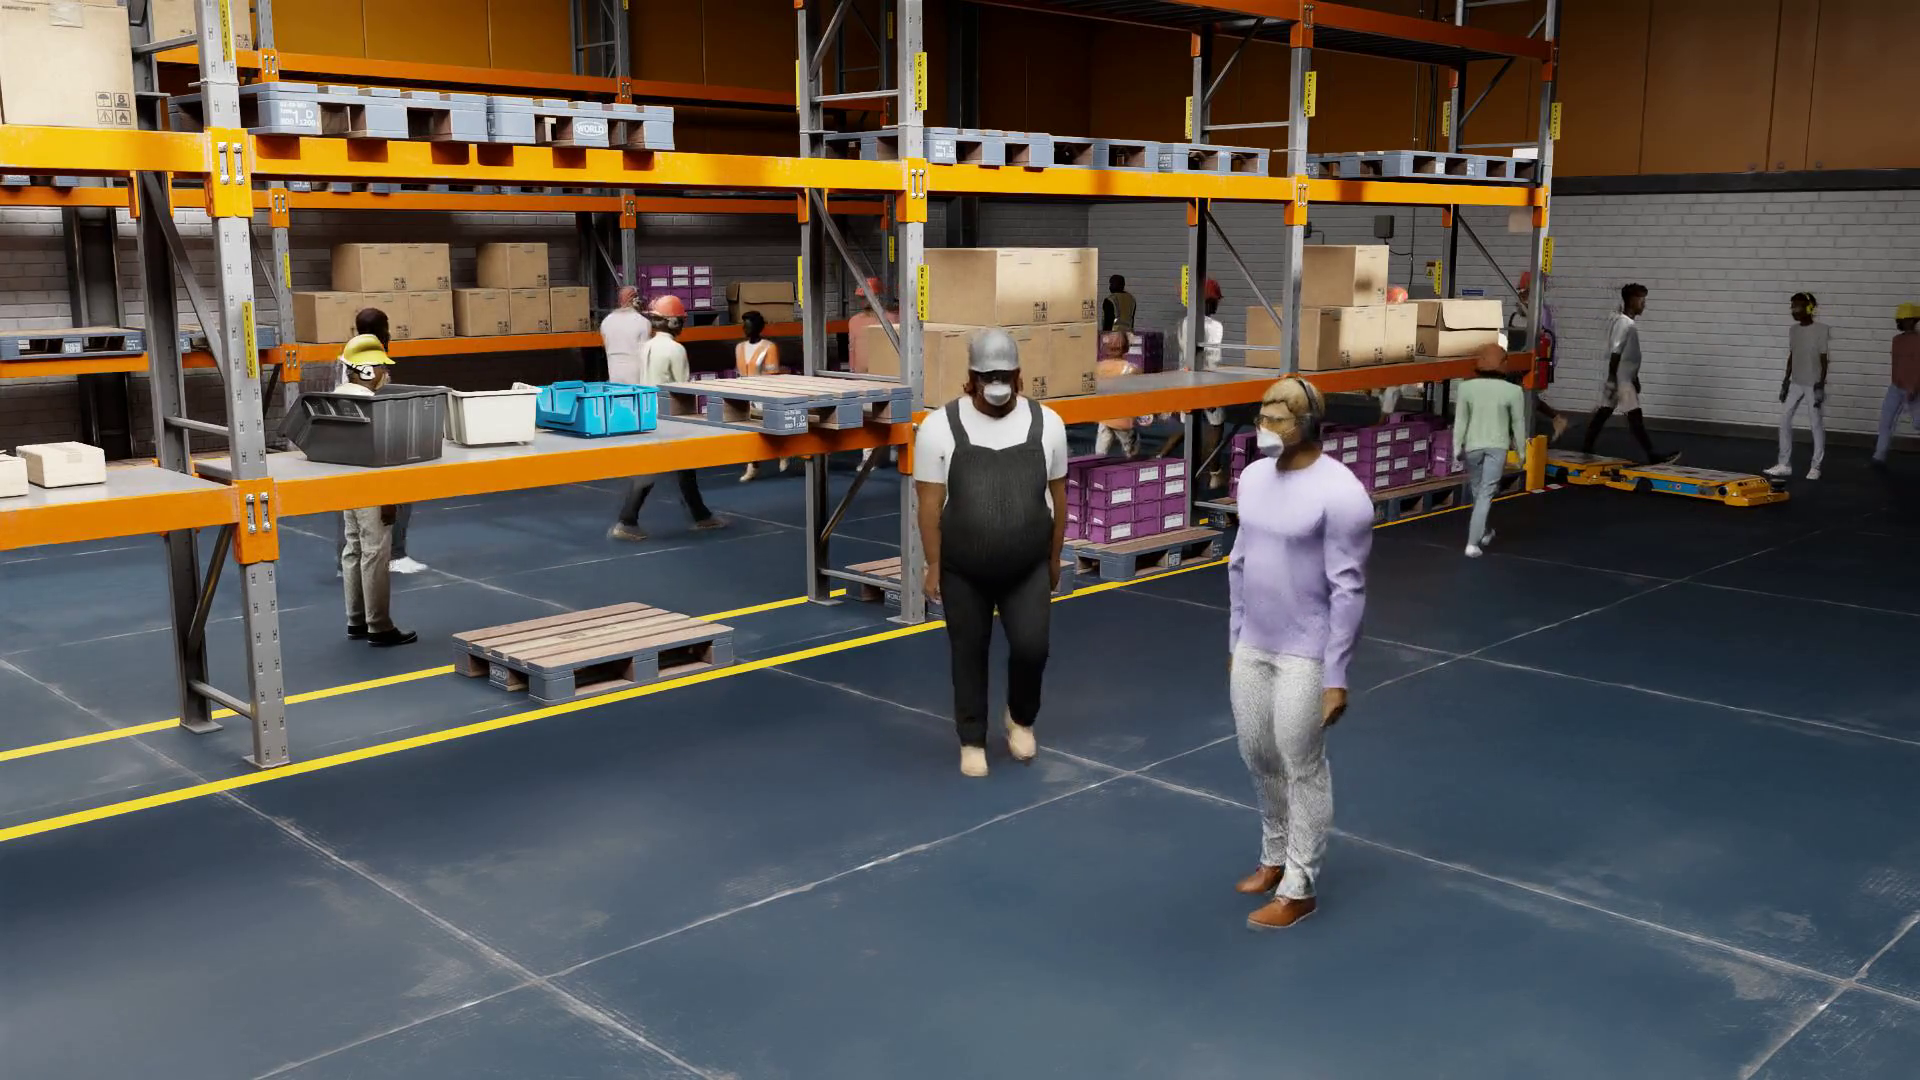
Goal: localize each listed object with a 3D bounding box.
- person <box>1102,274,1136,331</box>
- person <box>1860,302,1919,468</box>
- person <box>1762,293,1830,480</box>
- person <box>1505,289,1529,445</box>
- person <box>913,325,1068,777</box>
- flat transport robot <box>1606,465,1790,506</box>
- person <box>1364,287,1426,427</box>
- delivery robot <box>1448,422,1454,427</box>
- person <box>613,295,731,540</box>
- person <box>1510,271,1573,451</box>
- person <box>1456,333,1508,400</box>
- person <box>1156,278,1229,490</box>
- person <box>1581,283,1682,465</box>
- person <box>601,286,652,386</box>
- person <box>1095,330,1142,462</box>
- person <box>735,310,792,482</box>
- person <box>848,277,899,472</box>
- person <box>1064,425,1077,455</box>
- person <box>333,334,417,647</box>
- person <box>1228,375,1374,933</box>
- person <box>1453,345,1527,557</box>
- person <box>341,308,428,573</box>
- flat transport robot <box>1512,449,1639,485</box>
[{"bbox_3d":[2.255,-2.905,24.027,0.429,1.845,0.621,10,14,44],"label":"person"},{"bbox_3d":[9.848,-1.592,17.173,0.858,1.727,0.529,-1,10,-8],"label":"person"},{"bbox_3d":[8.351,-1.514,16.462,0.533,1.841,0.493,-4,11,-20],"label":"person"},{"bbox_3d":[6.260,-1.904,18.648,0.437,1.810,0.590,-8,13,-36],"label":"person"},{"bbox_3d":[0.144,0.052,7.359,0.698,2.000,0.544,-1,10,-5],"label":"person"},{"bbox_3d":[6.775,-0.521,15.313,0.652,0.197,1.431,-7,12,-33],"label":"flat transport robot"},{"bbox_3d":[4.394,-1.618,16.922,1.010,1.890,0.549,-6,12,-32],"label":"person"},{"bbox_3d":[5.320,-1.081,17.339,0.477,0.478,0.707,-6,12,-31],"label":"delivery robot"},{"bbox_3d":[-2.352,-0.974,13.256,1.045,1.945,0.616,-6,12,-30],"label":"person"},{"bbox_3d":[6.483,-1.989,18.566,0.665,2.019,0.643,1,10,6],"label":"person"},{"bbox_3d":[5.217,-1.515,16.689,0.533,1.760,0.342,-2,11,-12],"label":"person"},{"bbox_3d":[2.197,-1.443,15.603,0.915,2.018,0.614,-5,12,-28],"label":"person"},{"bbox_3d":[6.880,-1.660,17.027,1.019,1.907,0.618,4,11,20],"label":"person"},{"bbox_3d":[-3.379,-1.698,17.348,0.648,1.885,0.727,4,11,23],"label":"person"},{"bbox_3d":[1.306,-0.992,14.237,0.800,1.611,0.523,-10,14,-43],"label":"person"},{"bbox_3d":[-1.947,-1.412,16.317,0.537,1.687,0.499,7,12,33],"label":"person"},{"bbox_3d":[-0.866,-1.691,17.010,0.631,1.982,0.529,6,12,29],"label":"person"},{"bbox_3d":[1.114,-1.861,18.098,0.422,1.927,0.563,-8,13,-36],"label":"person"},{"bbox_3d":[-3.475,-0.292,9.802,0.403,1.831,0.597,-10,14,-42],"label":"person"},{"bbox_3d":[1.144,0.391,5.817,0.385,1.945,0.632,-6,12,-30],"label":"person"},{"bbox_3d":[4.022,-0.687,12.625,0.515,1.577,0.879,7,12,33],"label":"person"},{"bbox_3d":[-4.102,-0.685,11.790,0.694,1.897,0.606,-8,13,-38],"label":"person"},{"bbox_3d":[5.994,-0.744,16.529,0.652,0.197,1.431,-5,11,-23],"label":"flat transport robot"}]
